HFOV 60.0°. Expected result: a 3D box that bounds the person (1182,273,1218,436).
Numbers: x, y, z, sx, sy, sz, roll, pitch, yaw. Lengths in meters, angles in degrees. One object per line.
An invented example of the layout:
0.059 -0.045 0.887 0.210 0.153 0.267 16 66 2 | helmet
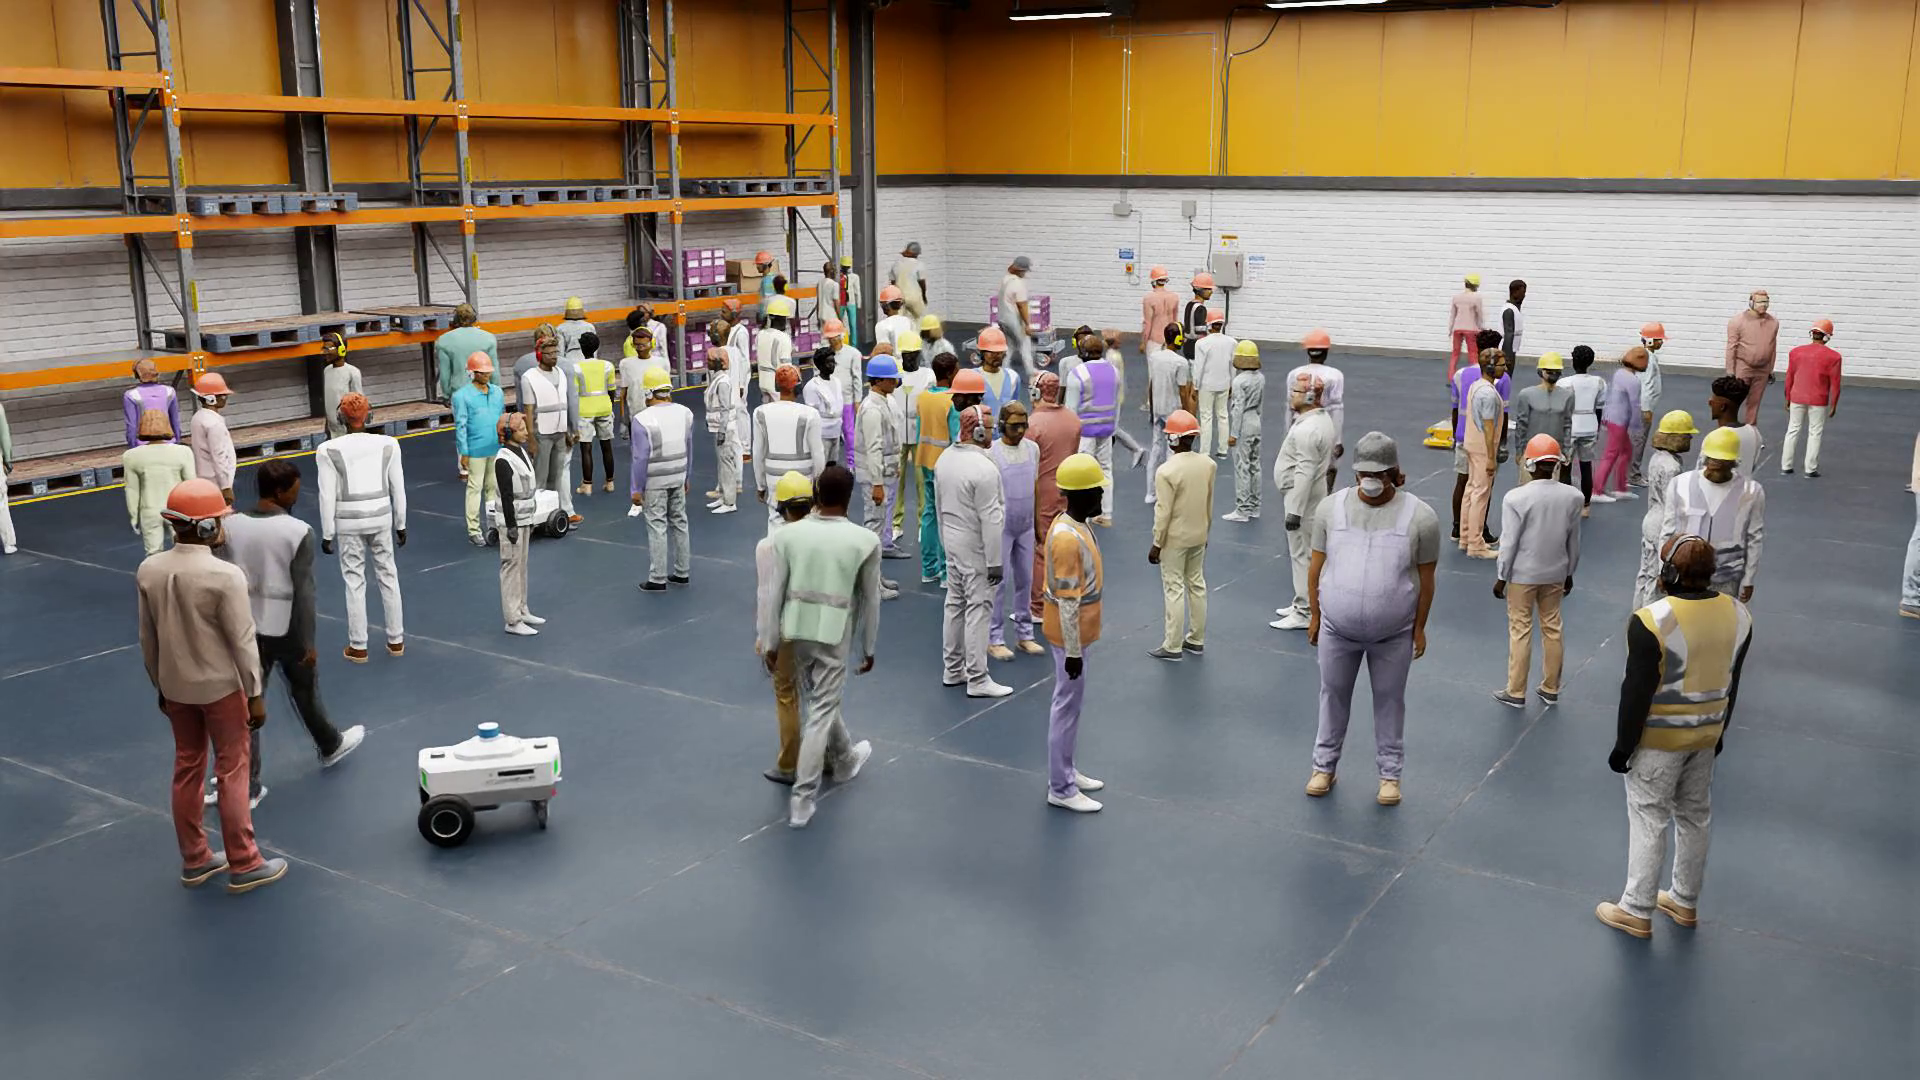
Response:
3.004 -2.328 20.906 0.390 2.039 0.612 -2 13 -8 | person

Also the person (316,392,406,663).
-4.131 -0.087 11.527 0.587 1.882 0.342 -9 16 -34 | person

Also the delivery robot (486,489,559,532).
-3.981 -0.295 15.134 0.477 0.478 0.707 6 14 24 | delivery robot

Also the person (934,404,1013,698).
0.103 0.068 10.808 0.403 1.906 0.651 -8 15 -30 | person

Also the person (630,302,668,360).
-4.016 -2.259 21.512 0.520 1.629 0.319 3 13 13 | person

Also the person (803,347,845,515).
-1.285 -1.002 15.909 0.319 1.696 0.532 7 15 28 | person

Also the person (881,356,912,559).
-0.613 -0.720 14.525 0.304 1.772 0.531 -4 14 -17 | person

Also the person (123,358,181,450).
-7.478 -0.867 15.447 0.311 1.639 0.521 9 16 34 | person

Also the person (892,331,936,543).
-0.453 -0.934 15.099 0.587 1.930 0.360 2 13 9 | person

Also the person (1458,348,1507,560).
4.573 -0.756 14.511 0.336 1.845 0.513 0 13 1 | person

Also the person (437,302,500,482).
-5.272 -1.586 17.909 0.631 1.940 0.371 -4 14 -17 | person

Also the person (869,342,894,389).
-0.777 -1.189 16.854 0.266 1.632 0.509 -4 14 -17 | person

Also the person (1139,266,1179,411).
2.732 -2.762 22.885 0.610 1.996 0.378 -8 15 -31 | person

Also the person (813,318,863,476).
-1.348 -1.554 18.207 0.573 1.741 0.355 4 14 17 | person

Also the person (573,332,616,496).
-3.805 -1.304 17.215 0.536 1.697 0.318 -9 16 -35 | person

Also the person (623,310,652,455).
-3.783 -1.856 19.605 0.319 1.699 0.532 1 13 5 | person

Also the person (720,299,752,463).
-2.580 -1.814 19.022 0.354 1.883 0.576 -7 15 -26 | person

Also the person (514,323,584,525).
-3.875 -1.083 15.726 0.636 1.939 0.364 4 13 15 | person

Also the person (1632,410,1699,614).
4.944 -0.044 11.651 0.295 1.744 0.488 2 13 8 | person

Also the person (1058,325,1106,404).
1.200 -1.162 16.217 0.521 1.873 0.328 -3 13 -14 | person

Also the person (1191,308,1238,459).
2.921 -1.794 19.215 0.572 1.750 0.331 -6 14 -24 | person

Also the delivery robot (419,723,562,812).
-2.442 1.195 8.671 0.707 0.478 0.477 -4 13 -16 | delivery robot

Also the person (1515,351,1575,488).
5.229 -0.811 14.920 0.525 1.772 0.304 -1 13 -4 | person

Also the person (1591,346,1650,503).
6.721 -1.155 16.756 0.637 1.597 0.521 0 13 1 | person

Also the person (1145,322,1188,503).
2.089 -1.254 16.662 0.337 1.856 0.524 -11 17 -40 | person

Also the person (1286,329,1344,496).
3.279 -0.975 15.299 0.587 1.917 0.536 9 15 33 | person

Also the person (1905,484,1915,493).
10.105 -1.363 17.338 0.340 1.762 0.527 7 15 27 | person

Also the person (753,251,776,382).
-2.997 -3.453 25.803 0.405 2.034 0.608 0 13 0 | person

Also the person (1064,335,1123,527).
1.236 -1.007 15.649 0.632 1.833 0.431 -9 16 -34 | person

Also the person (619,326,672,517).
-3.049 -1.153 16.196 0.538 1.863 0.314 -2 13 -9 | person

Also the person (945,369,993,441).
0.072 -0.305 12.350 0.362 1.939 0.542 -1 13 -4 | person

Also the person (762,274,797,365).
-2.581 -2.850 23.628 0.527 1.841 0.909 2 13 9 | person

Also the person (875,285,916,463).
-0.771 -1.856 18.854 0.390 2.040 0.614 10 16 37 | person

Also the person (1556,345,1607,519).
5.940 -1.031 16.034 0.541 1.696 0.316 -3 13 -13 | person

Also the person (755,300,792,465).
-2.027 -1.695 18.426 0.396 1.920 0.587 -11 17 -40 | person

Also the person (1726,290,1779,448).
9.498 -2.040 19.948 0.643 1.910 0.400 -2 13 -7 | person

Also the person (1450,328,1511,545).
4.686 -0.923 14.997 0.375 1.959 0.603 -9 16 -34 | person

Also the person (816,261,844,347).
-2.098 -3.502 26.458 0.362 1.832 0.523 -10 17 -38 | person

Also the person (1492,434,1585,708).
3.658 0.193 10.600 0.573 1.749 0.343 -3 13 -13 | person
